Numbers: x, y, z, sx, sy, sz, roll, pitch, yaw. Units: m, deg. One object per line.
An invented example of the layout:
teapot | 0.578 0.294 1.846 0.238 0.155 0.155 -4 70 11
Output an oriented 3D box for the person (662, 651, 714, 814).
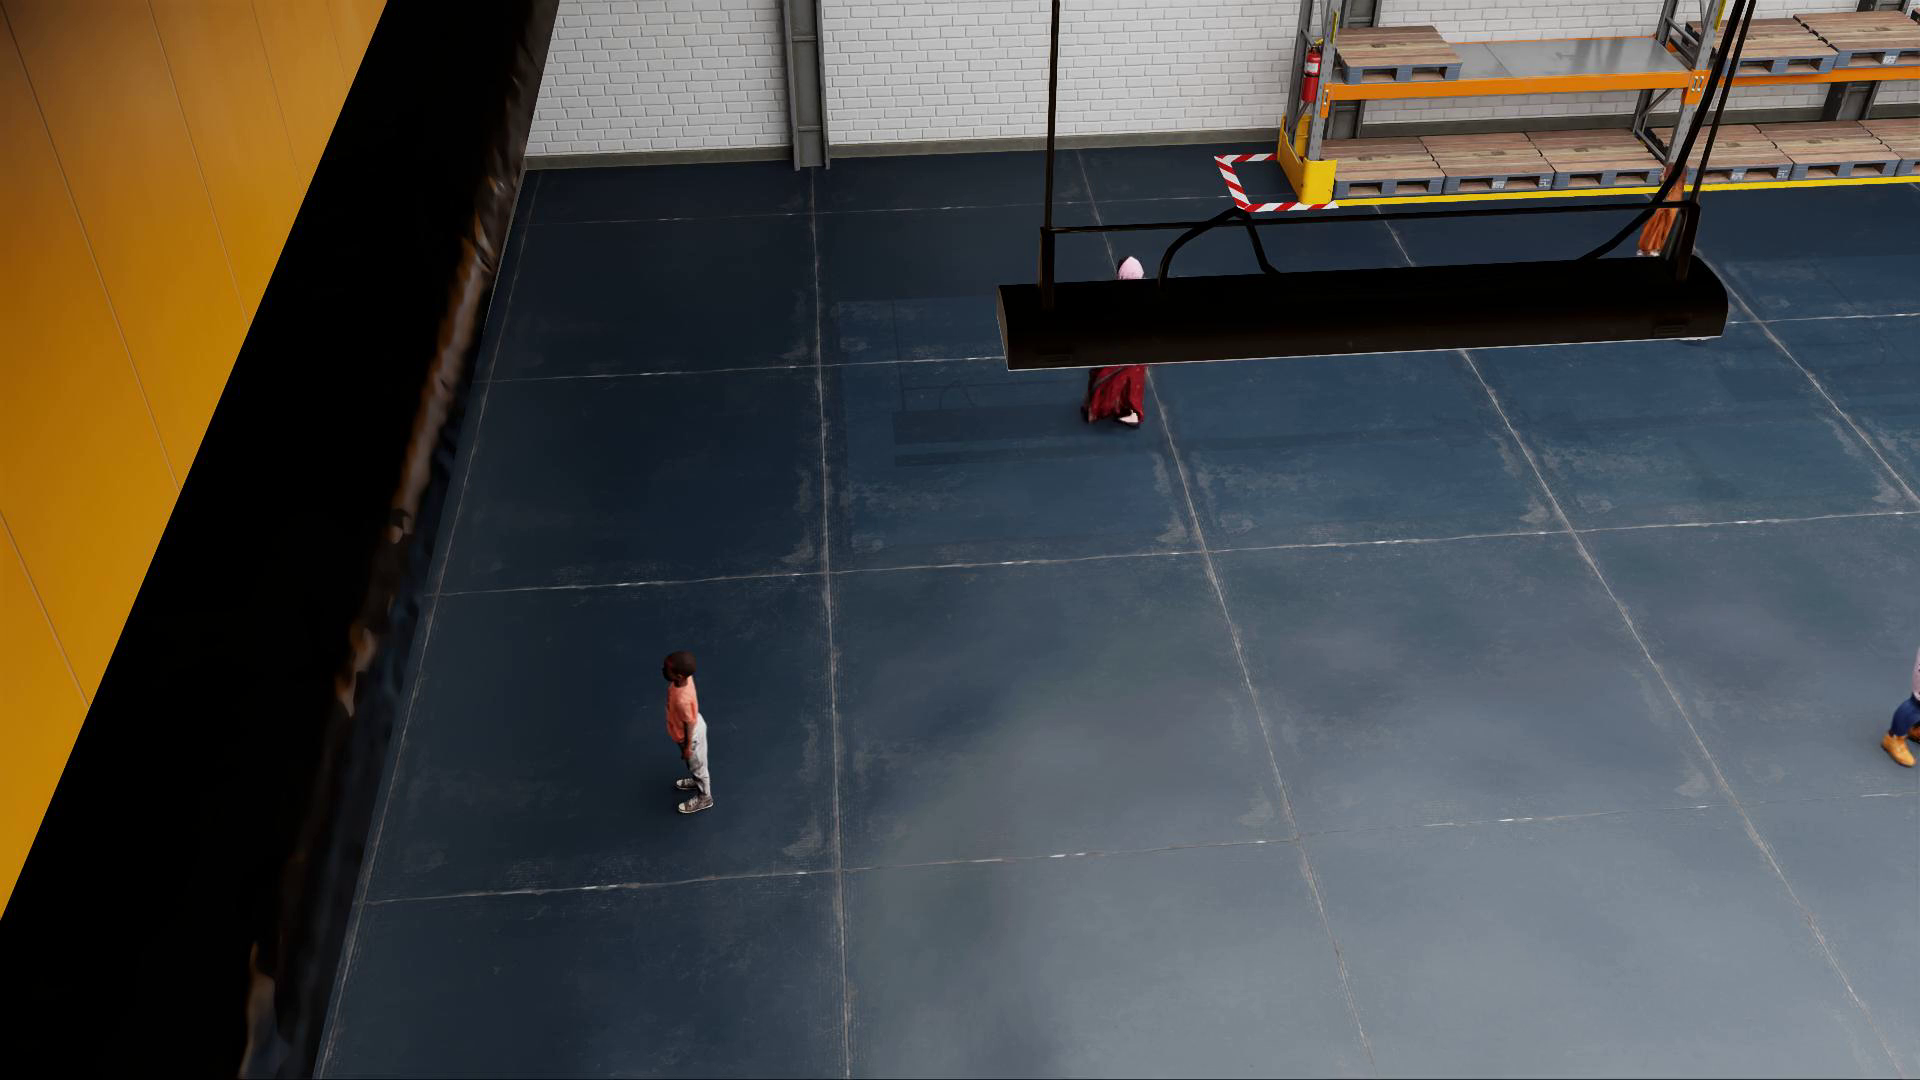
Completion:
person | -1.744 1.218 10.746 0.478 1.310 0.484 -5 39 -6

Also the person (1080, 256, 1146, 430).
person | 1.466 -1.638 14.077 0.947 1.616 0.854 19 42 22
